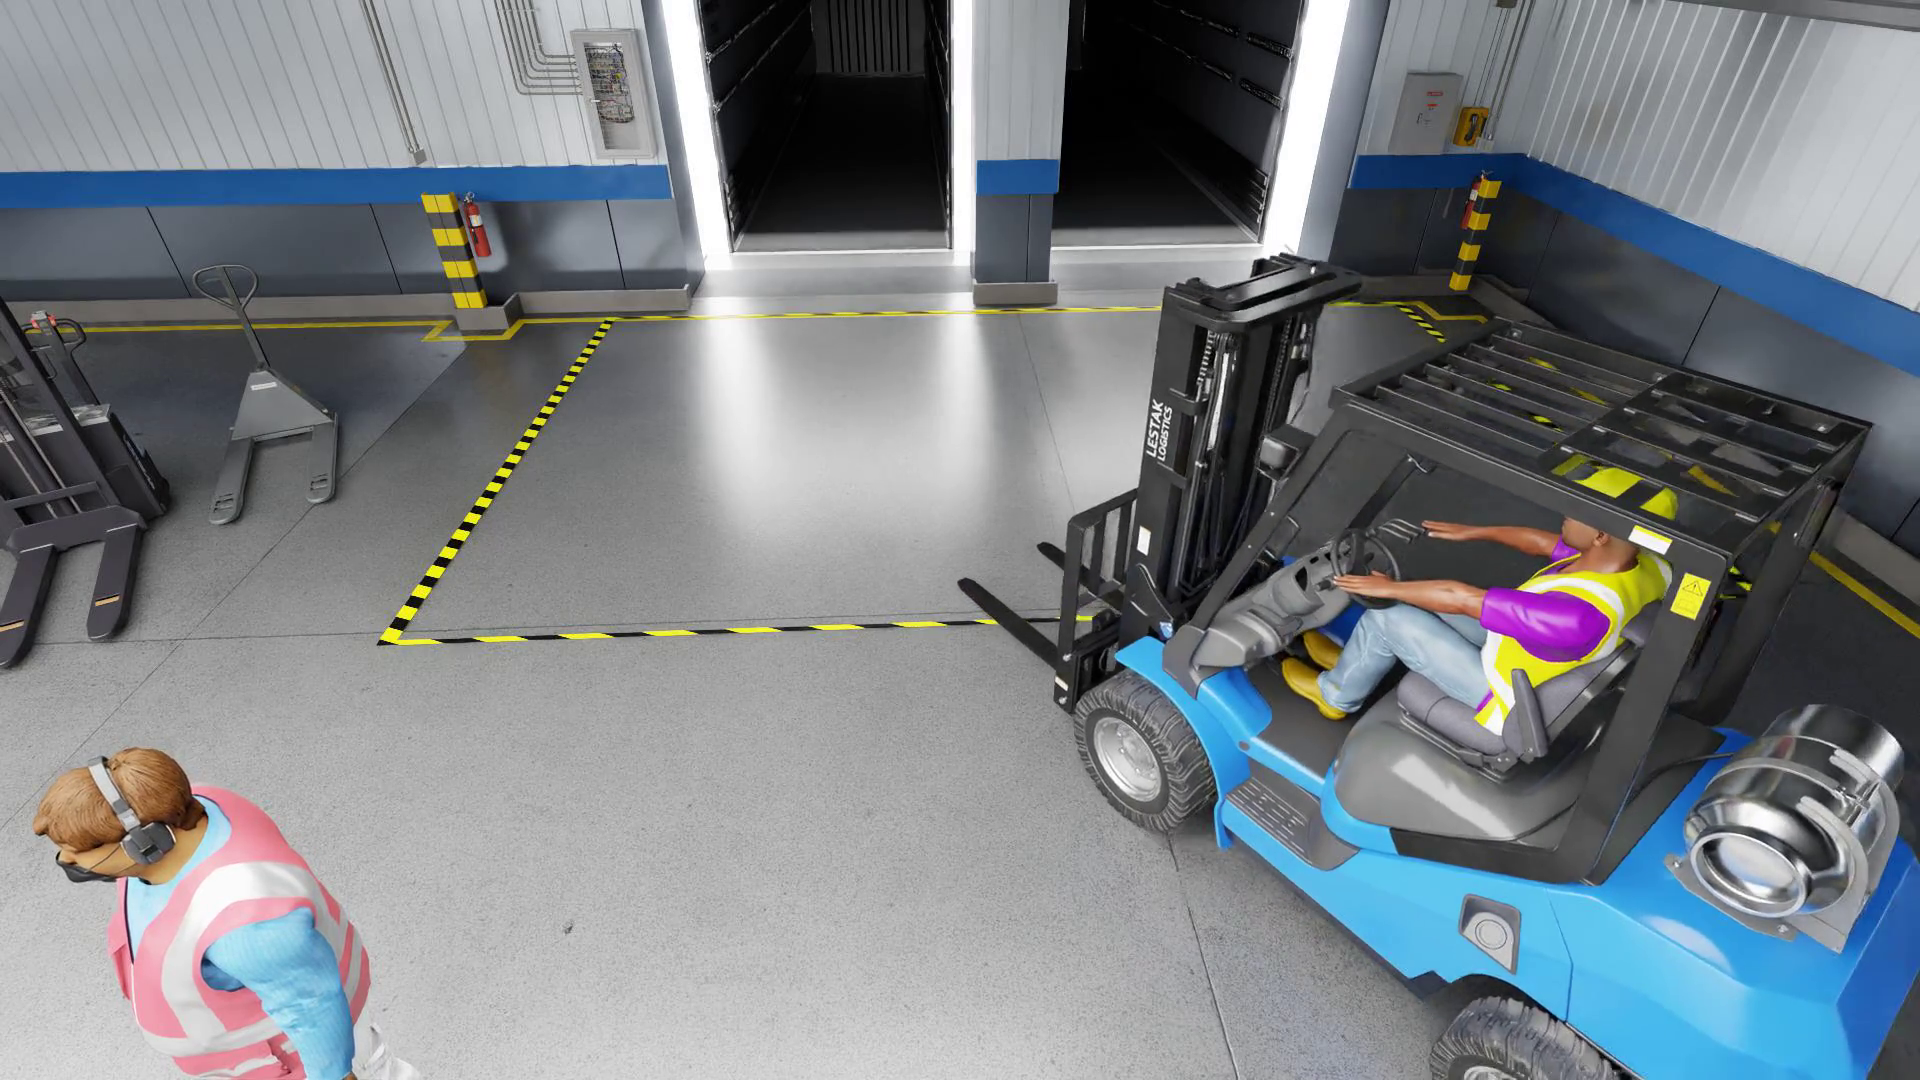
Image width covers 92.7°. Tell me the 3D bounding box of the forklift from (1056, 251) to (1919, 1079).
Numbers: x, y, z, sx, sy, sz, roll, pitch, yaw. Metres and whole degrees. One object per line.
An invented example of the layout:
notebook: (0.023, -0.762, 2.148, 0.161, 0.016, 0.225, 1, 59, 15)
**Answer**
forklift: (1.683, 0.375, 3.140, 1.157, 2.036, 2.680, -23, 41, -30)

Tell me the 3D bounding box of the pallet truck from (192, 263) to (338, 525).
pallet truck: (-4.778, -1.027, 6.128, 0.680, 1.201, 1.601, -17, 38, -23)

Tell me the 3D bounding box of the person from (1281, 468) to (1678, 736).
person: (1.653, 0.192, 3.076, 0.635, 1.294, 1.004, -23, 41, -30)

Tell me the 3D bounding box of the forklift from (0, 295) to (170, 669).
forklift: (-5.212, -0.618, 4.878, 0.823, 1.965, 1.885, -20, 39, -26)

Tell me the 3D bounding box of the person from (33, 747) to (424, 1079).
person: (-1.754, 1.219, 2.373, 0.624, 1.844, 0.429, 23, 41, 29)
